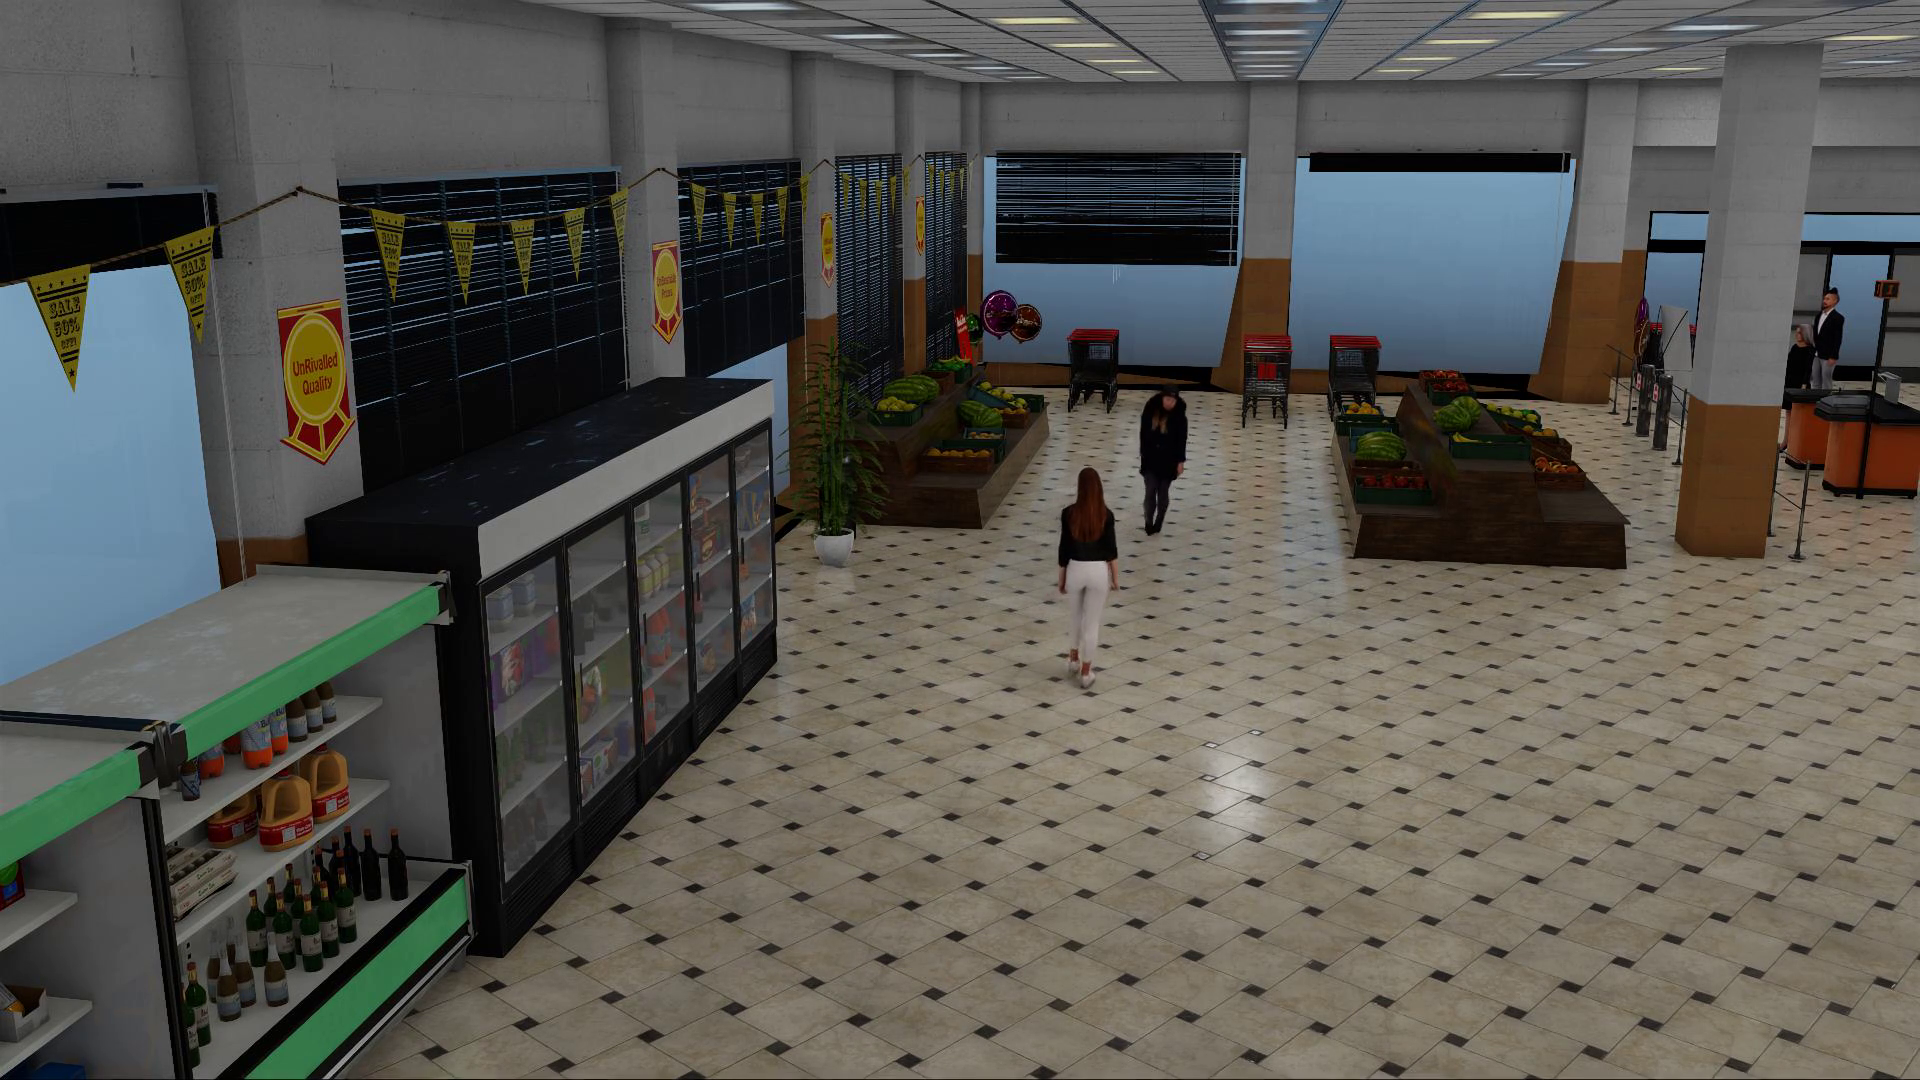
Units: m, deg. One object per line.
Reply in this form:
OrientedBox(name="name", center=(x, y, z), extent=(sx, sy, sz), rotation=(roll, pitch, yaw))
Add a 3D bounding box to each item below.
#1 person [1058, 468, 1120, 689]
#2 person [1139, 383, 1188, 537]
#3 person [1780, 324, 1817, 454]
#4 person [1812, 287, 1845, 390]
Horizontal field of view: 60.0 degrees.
OrientedBox(name="person", center=(0.958, 0.310, 12.690), extent=(0.636, 1.687, 0.703), rotation=(5, 14, 18))
OrientedBox(name="person", center=(2.111, -0.850, 17.598), extent=(0.720, 1.629, 0.855), rotation=(7, 15, 25))
OrientedBox(name="person", center=(11.116, -2.005, 22.111), extent=(0.739, 1.747, 0.627), rotation=(-3, 14, -13))
OrientedBox(name="person", center=(13.091, -2.842, 25.136), extent=(0.838, 1.948, 0.676), rotation=(-3, 14, -12))
